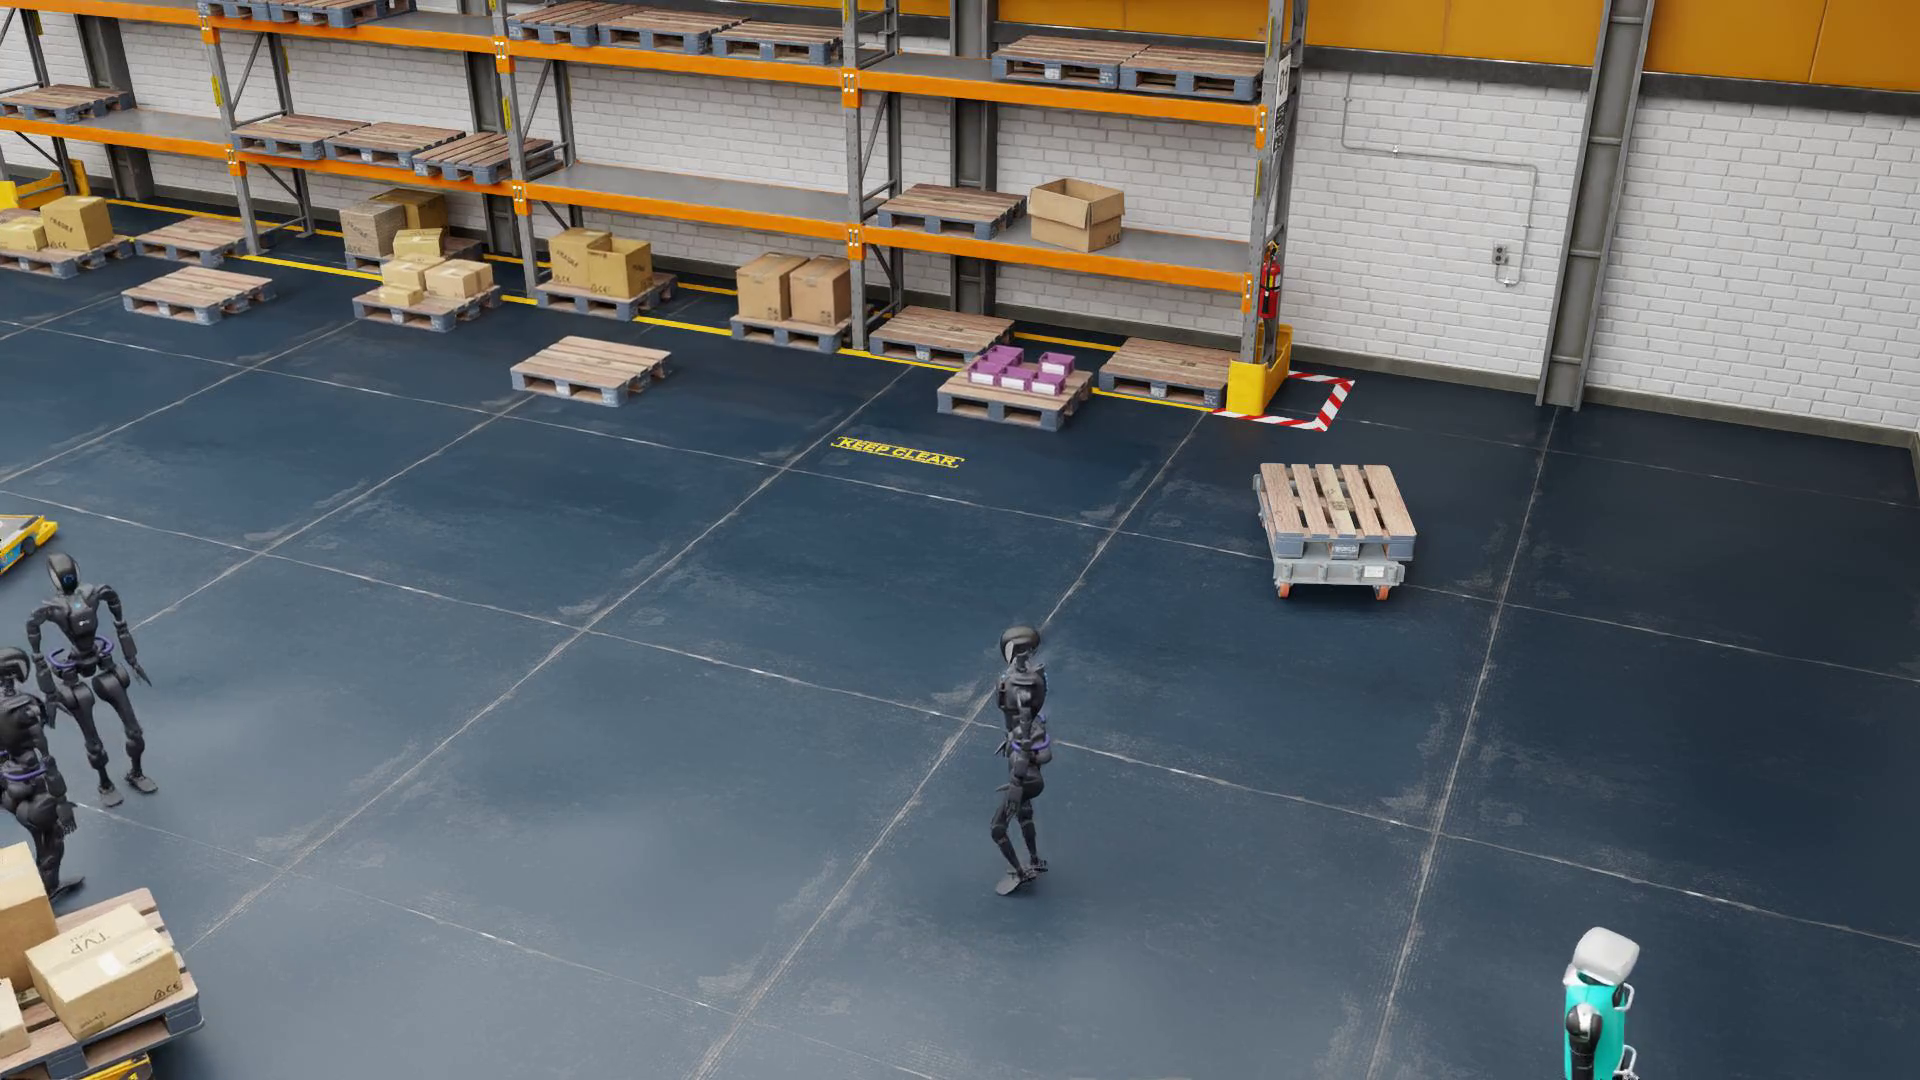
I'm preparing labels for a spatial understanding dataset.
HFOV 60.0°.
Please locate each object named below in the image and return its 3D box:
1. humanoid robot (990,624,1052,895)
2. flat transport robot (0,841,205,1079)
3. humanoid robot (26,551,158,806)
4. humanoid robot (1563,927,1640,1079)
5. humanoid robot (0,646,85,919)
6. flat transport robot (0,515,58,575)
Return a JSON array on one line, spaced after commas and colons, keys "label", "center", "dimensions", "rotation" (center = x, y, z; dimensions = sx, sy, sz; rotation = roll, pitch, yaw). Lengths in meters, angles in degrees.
[{"label": "humanoid robot", "center": [0.333, 1.177, 9.112], "dimensions": [0.369, 1.644, 0.583], "rotation": [-3, 27, -5]}, {"label": "flat transport robot", "center": [-4.454, 2.441, 8.199], "dimensions": [0.659, 0.231, 1.431], "rotation": [-19, 33, -32]}, {"label": "humanoid robot", "center": [-5.129, 0.812, 9.813], "dimensions": [0.324, 1.648, 0.616], "rotation": [21, 34, 34]}, {"label": "humanoid robot", "center": [2.723, 2.429, 6.709], "dimensions": [0.777, 1.847, 0.545], "rotation": [14, 31, 26]}, {"label": "humanoid robot", "center": [-4.987, 1.316, 8.845], "dimensions": [0.600, 1.639, 0.403], "rotation": [17, 32, 29]}, {"label": "flat transport robot", "center": [-7.553, 0.160, 12.621], "dimensions": [0.659, 0.231, 1.431], "rotation": [1, 27, 2]}]
